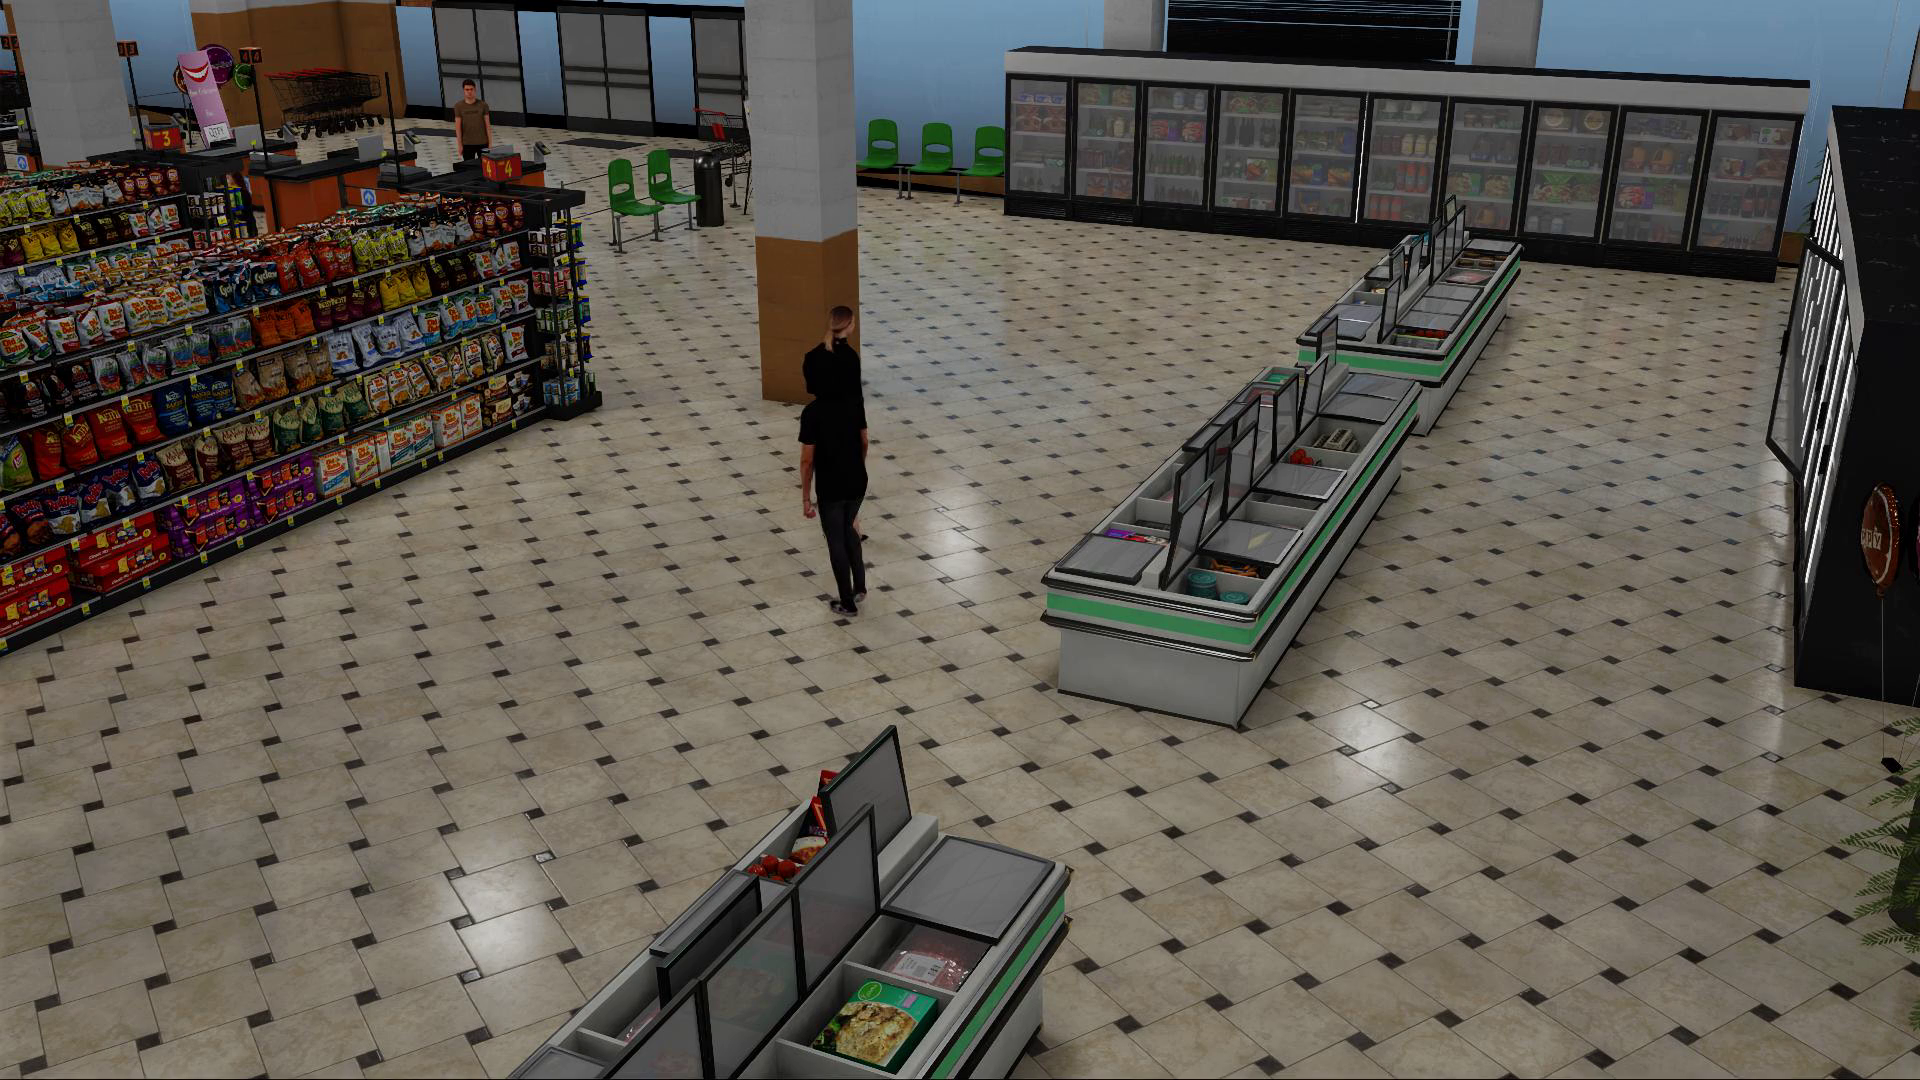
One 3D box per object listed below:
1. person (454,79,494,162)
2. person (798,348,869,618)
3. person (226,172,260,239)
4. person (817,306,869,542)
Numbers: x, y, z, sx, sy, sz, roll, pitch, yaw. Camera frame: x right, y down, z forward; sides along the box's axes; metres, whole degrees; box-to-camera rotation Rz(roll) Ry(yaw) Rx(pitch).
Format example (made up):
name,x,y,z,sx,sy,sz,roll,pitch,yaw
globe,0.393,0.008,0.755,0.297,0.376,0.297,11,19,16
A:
name,x,y,z,sx,sy,sz,roll,pitch,yaw
person,-7.119,-5.817,24.418,0.730,1.852,0.806,-9,24,-22
person,-0.740,-0.343,10.846,0.757,1.814,0.841,-12,25,-28
person,-8.357,-3.639,19.538,0.704,1.449,0.951,16,27,34
person,-0.873,-0.848,12.166,0.620,1.767,0.583,15,26,33
